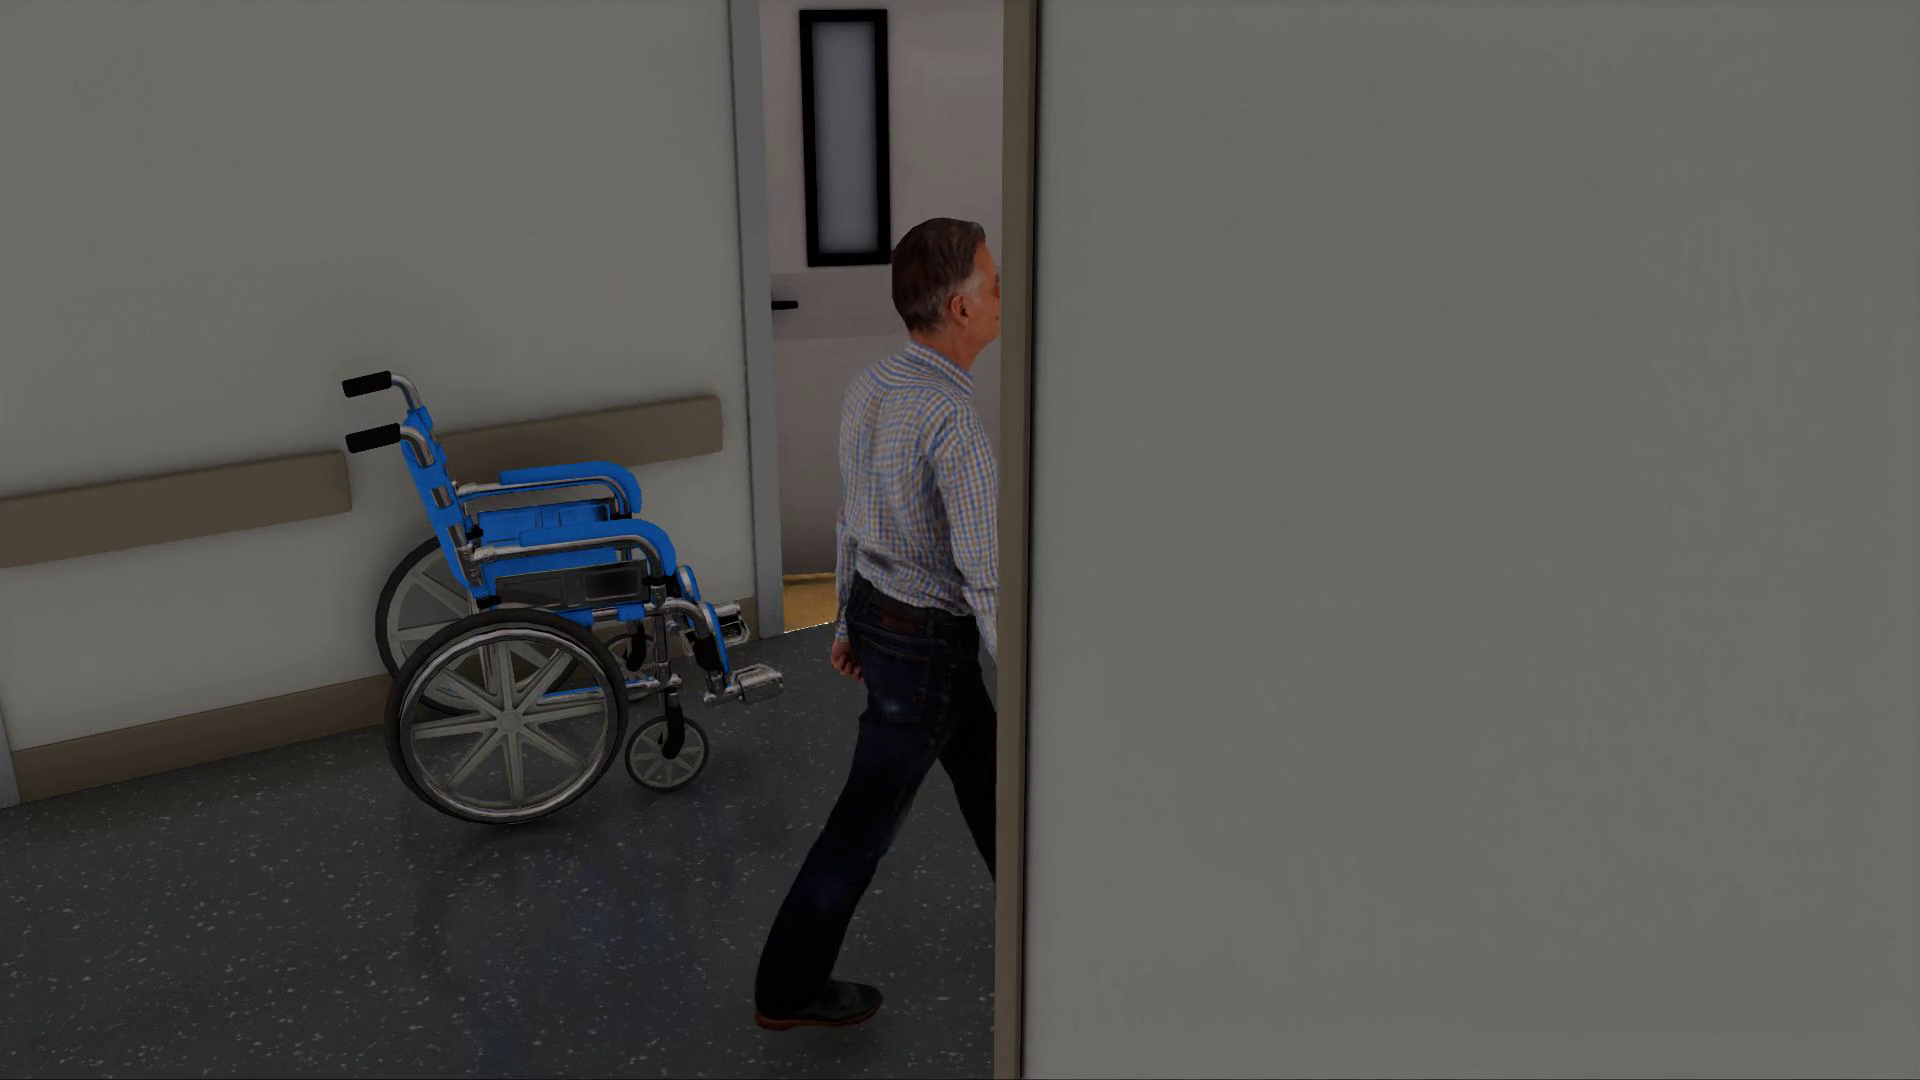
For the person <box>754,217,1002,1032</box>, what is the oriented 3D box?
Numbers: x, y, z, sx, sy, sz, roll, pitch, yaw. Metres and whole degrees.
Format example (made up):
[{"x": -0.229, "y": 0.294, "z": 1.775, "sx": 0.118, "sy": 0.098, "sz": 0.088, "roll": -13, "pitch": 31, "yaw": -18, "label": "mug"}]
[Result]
[{"x": -0.159, "y": 0.254, "z": 3.523, "sx": 1.199, "sy": 1.771, "sz": 0.745, "roll": -9, "pitch": 23, "yaw": -23, "label": "person"}]
